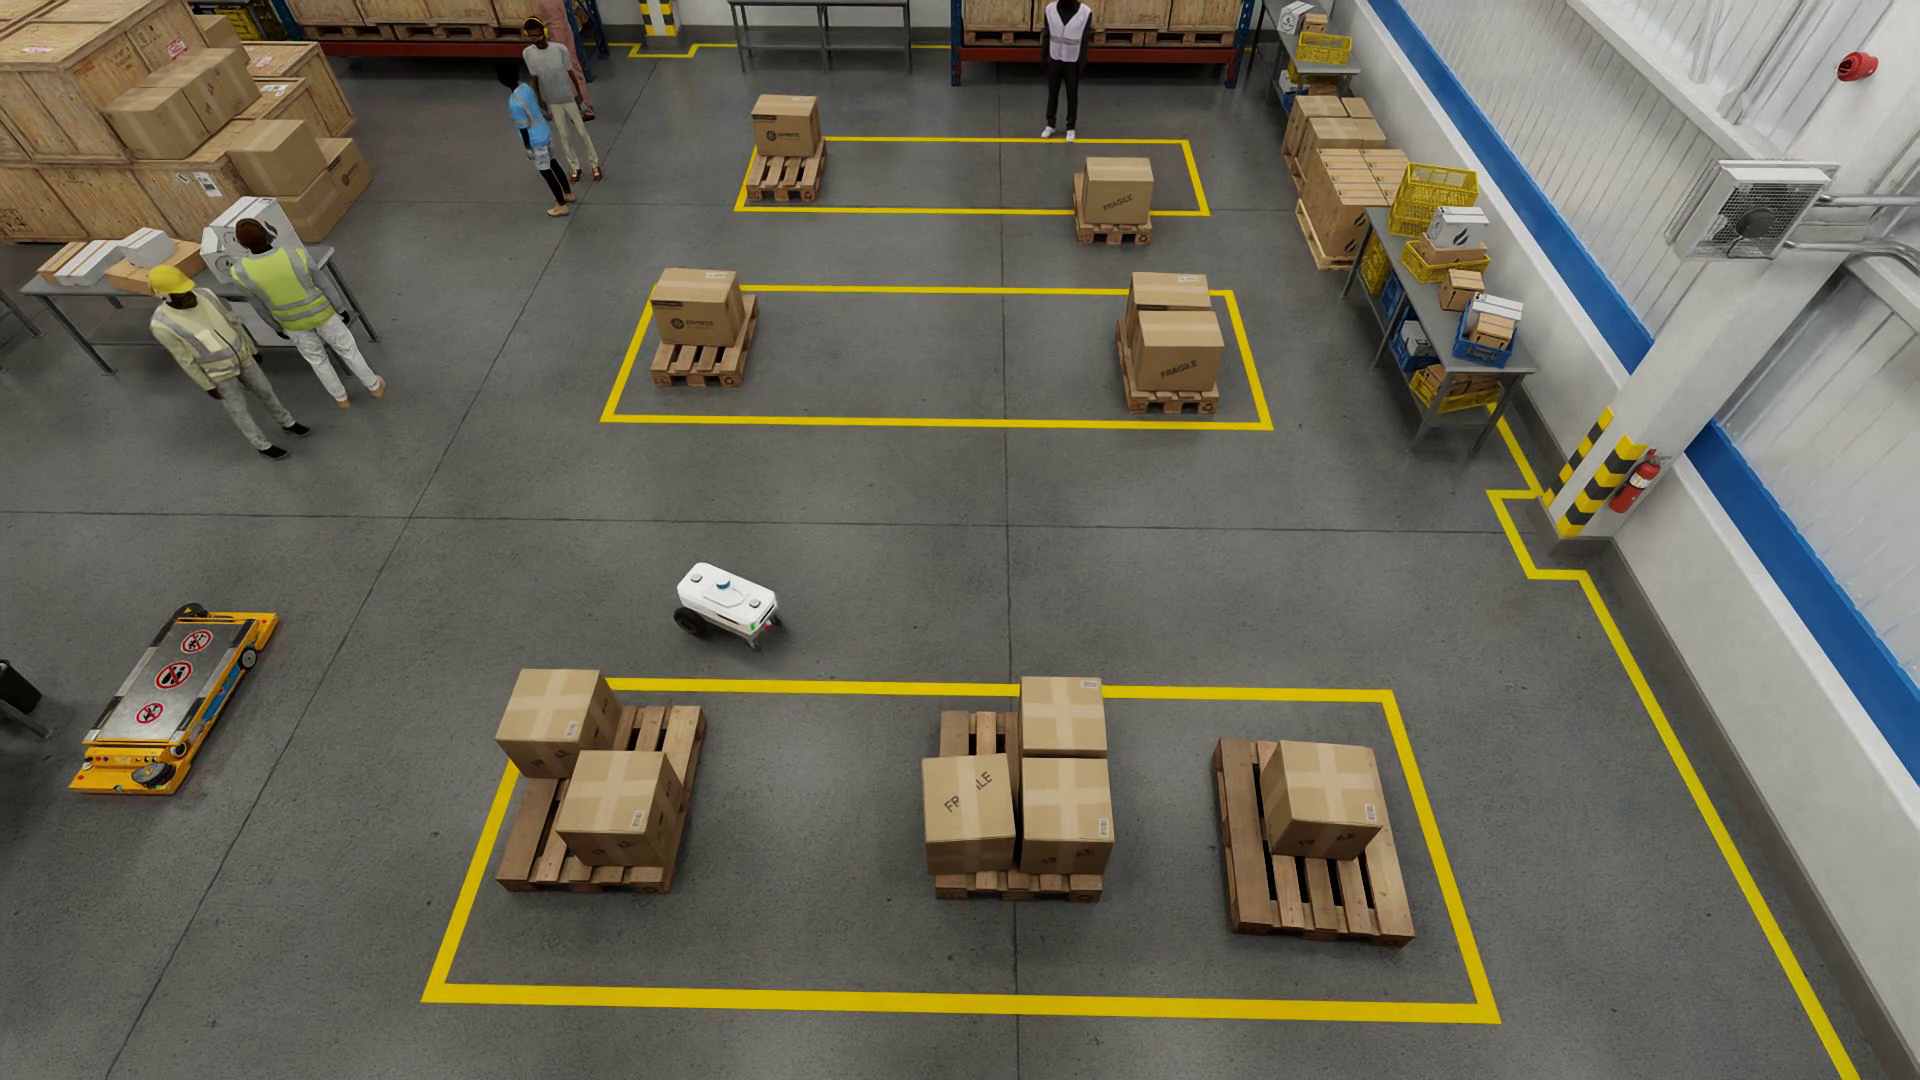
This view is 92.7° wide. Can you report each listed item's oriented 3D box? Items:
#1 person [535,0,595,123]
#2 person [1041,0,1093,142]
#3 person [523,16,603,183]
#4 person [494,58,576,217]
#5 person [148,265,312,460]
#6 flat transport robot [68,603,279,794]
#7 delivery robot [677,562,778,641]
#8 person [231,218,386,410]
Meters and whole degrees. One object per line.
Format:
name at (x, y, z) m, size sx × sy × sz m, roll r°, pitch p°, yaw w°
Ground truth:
person at (-5.096, -6.328, 11.645) m, size 0.403 × 1.901 × 0.637 m, roll -12°, pitch 51°, yaw -10°
person at (1.283, -5.906, 11.283) m, size 0.591 × 1.913 × 0.387 m, roll 15°, pitch 51°, yaw 12°
person at (-4.606, -5.063, 10.607) m, size 0.518 × 1.856 × 0.329 m, roll -10°, pitch 50°, yaw -8°
person at (-4.726, -4.466, 10.207) m, size 0.326 × 1.688 × 0.538 m, roll -2°, pitch 50°, yaw -1°
person at (-6.062, -1.465, 7.582) m, size 0.403 × 1.824 × 0.599 m, roll 12°, pitch 51°, yaw 10°
flat transport robot at (-5.504, 1.072, 6.442) m, size 0.652 × 0.197 × 1.431 m, roll 1°, pitch 50°, yaw 1°
delivery robot at (-1.702, 0.436, 6.736) m, size 0.707 × 0.478 × 0.477 m, roll 21°, pitch 53°, yaw 17°
person at (-5.676, -1.944, 7.972) m, size 0.626 × 1.846 × 0.429 m, roll -24°, pitch 54°, yaw -19°
